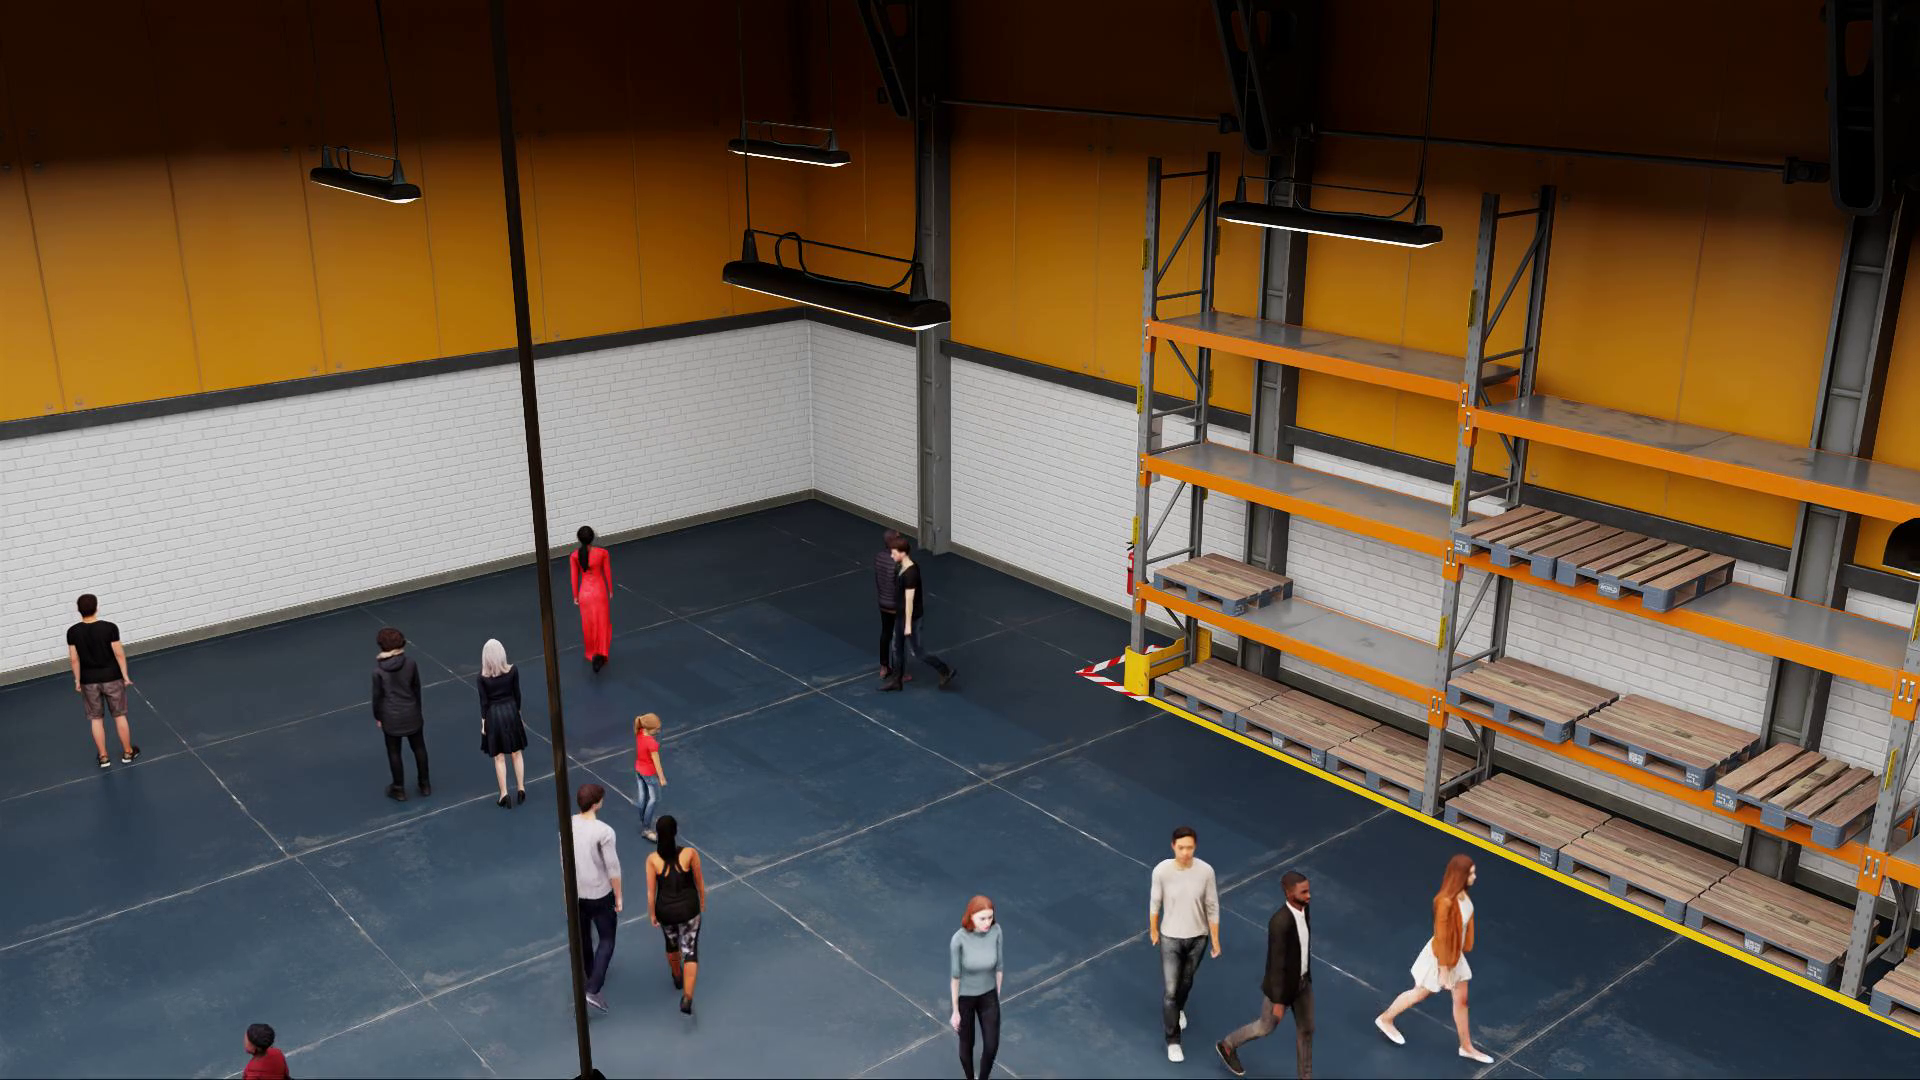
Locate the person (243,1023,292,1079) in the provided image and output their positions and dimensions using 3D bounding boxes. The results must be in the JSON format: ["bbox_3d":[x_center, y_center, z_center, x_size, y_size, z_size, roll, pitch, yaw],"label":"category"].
[{"bbox_3d":[-4.527,3.797,11.082,0.938,1.218,0.844,3,19,10],"label":"person"}]

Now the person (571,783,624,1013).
[{"bbox_3d":[-2.915,2.804,13.080,1.060,1.825,1.064,6,20,19],"label":"person"}]

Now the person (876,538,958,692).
[{"bbox_3d":[-0.470,0.877,18.753,1.130,1.858,1.216,-3,19,-9],"label":"person"}]

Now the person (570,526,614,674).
[{"bbox_3d":[-4.275,0.715,19.392,0.985,1.757,1.139,-2,19,-6],"label":"person"}]

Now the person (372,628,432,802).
[{"bbox_3d":[-5.508,1.716,16.398,0.658,1.770,0.604,-11,22,-30],"label":"person"}]

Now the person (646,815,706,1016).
[{"bbox_3d":[-2.200,2.925,13.005,0.957,1.645,1.106,-2,19,-6],"label":"person"}]

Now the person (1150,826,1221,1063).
[{"bbox_3d":[1.702,2.969,12.666,1.005,1.777,1.136,-1,19,-3],"label":"person"}]

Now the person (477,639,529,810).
[{"bbox_3d":[-4.466,1.783,16.235,0.629,1.747,0.606,-11,21,-29],"label":"person"}]

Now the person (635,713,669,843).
[{"bbox_3d":[-2.985,2.191,15.747,0.407,1.284,0.681,14,23,35],"label":"person"}]

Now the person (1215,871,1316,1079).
[{"bbox_3d":[2.265,3.192,12.021,1.220,1.767,0.856,14,23,36],"label":"person"}]

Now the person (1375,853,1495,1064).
[{"bbox_3d":[3.528,3.096,12.439,1.187,1.682,0.838,13,22,33],"label":"person"}]

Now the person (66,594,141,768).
[{"bbox_3d":[-8.842,1.431,17.101,0.751,1.861,0.718,-7,20,-19],"label":"person"}]

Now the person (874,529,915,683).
[{"bbox_3d":[-0.776,0.747,19.171,0.758,1.836,0.496,-16,24,-39],"label":"person"}]

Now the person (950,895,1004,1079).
[{"bbox_3d":[0.077,3.255,11.895,0.699,1.727,0.732,-5,19,-14],"label":"person"}]
